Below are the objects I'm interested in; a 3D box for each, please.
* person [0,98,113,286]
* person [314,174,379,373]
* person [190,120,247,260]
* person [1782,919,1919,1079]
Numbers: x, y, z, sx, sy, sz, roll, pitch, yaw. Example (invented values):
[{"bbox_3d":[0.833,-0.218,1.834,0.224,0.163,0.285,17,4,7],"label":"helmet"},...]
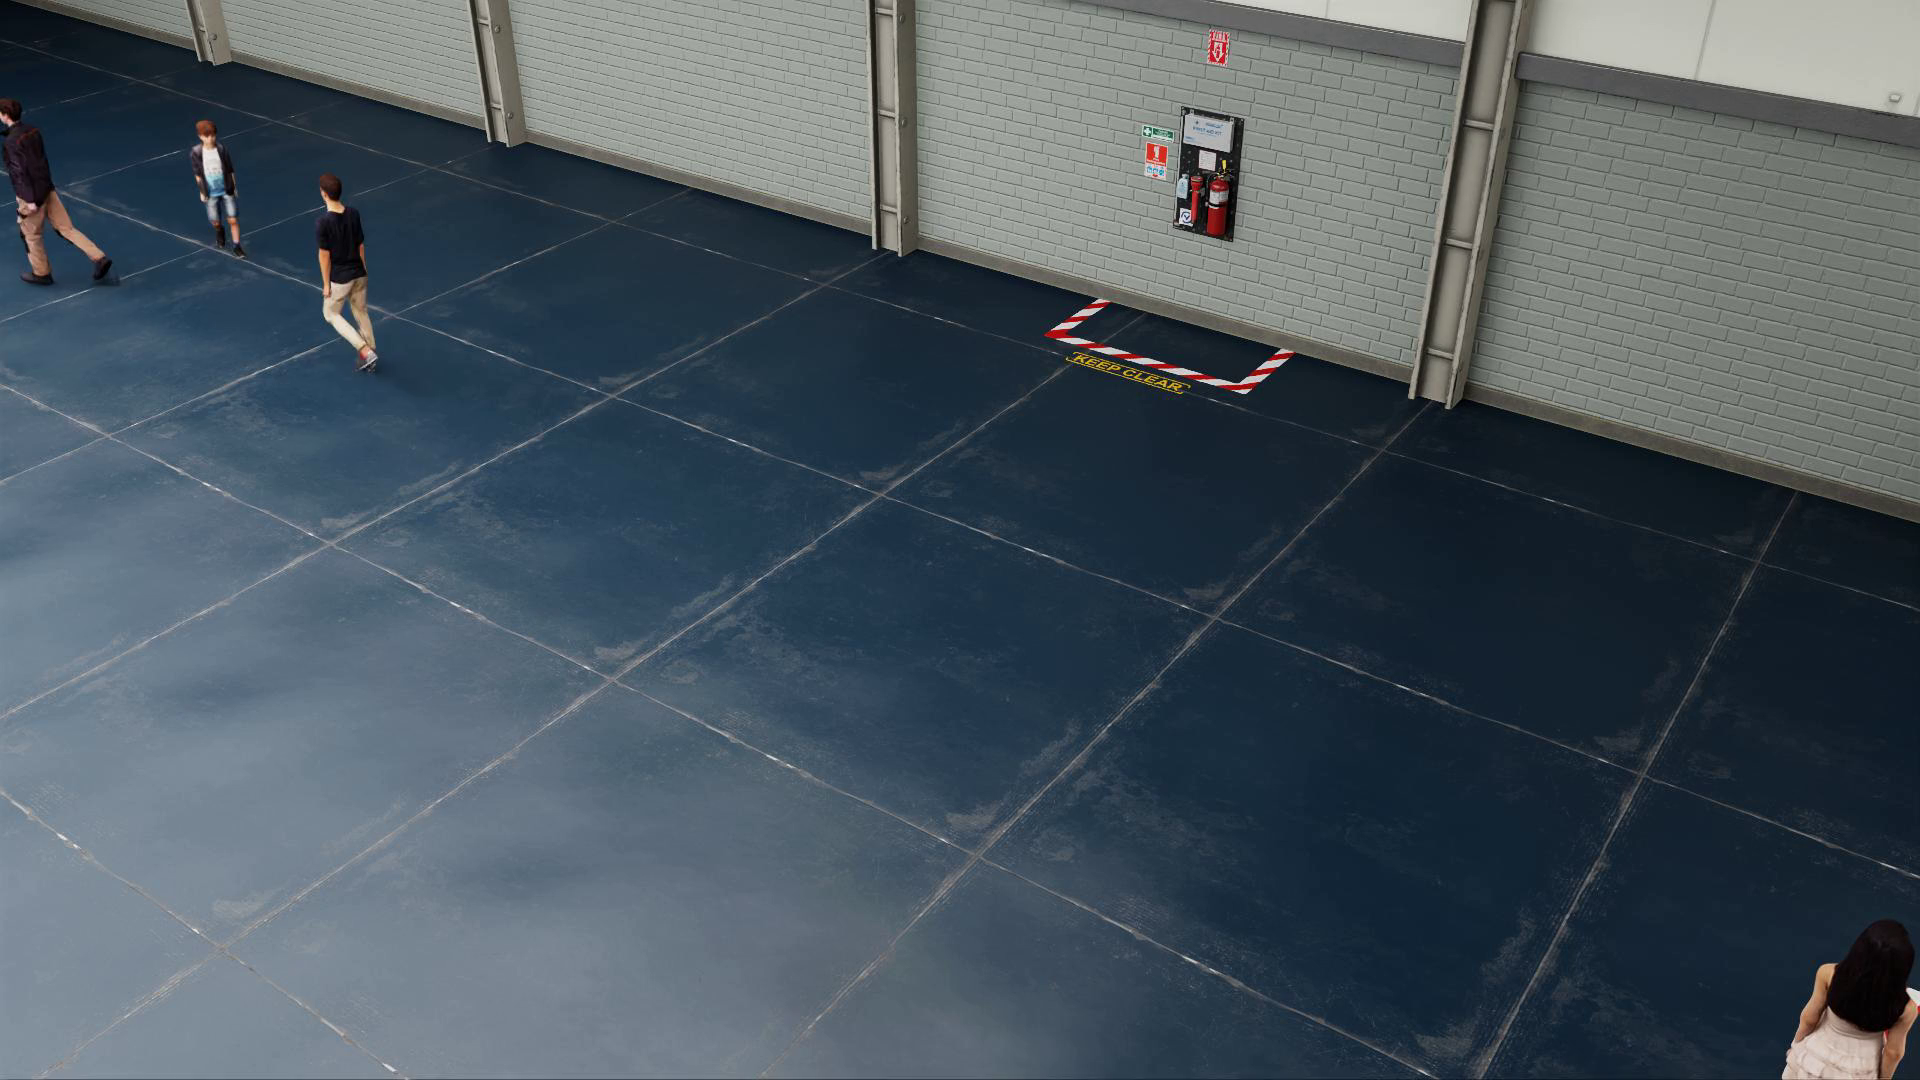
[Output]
[{"bbox_3d":[-8.981,-3.390,16.351,1.299,1.899,1.096,2,32,4],"label":"person"},{"bbox_3d":[-5.355,-2.300,14.673,0.682,1.845,0.685,17,36,25],"label":"person"},{"bbox_3d":[-7.667,-3.627,17.161,0.695,1.437,0.813,-18,36,-26],"label":"person"},{"bbox_3d":[3.890,2.353,7.400,0.456,1.736,0.624,22,38,30],"label":"person"}]
